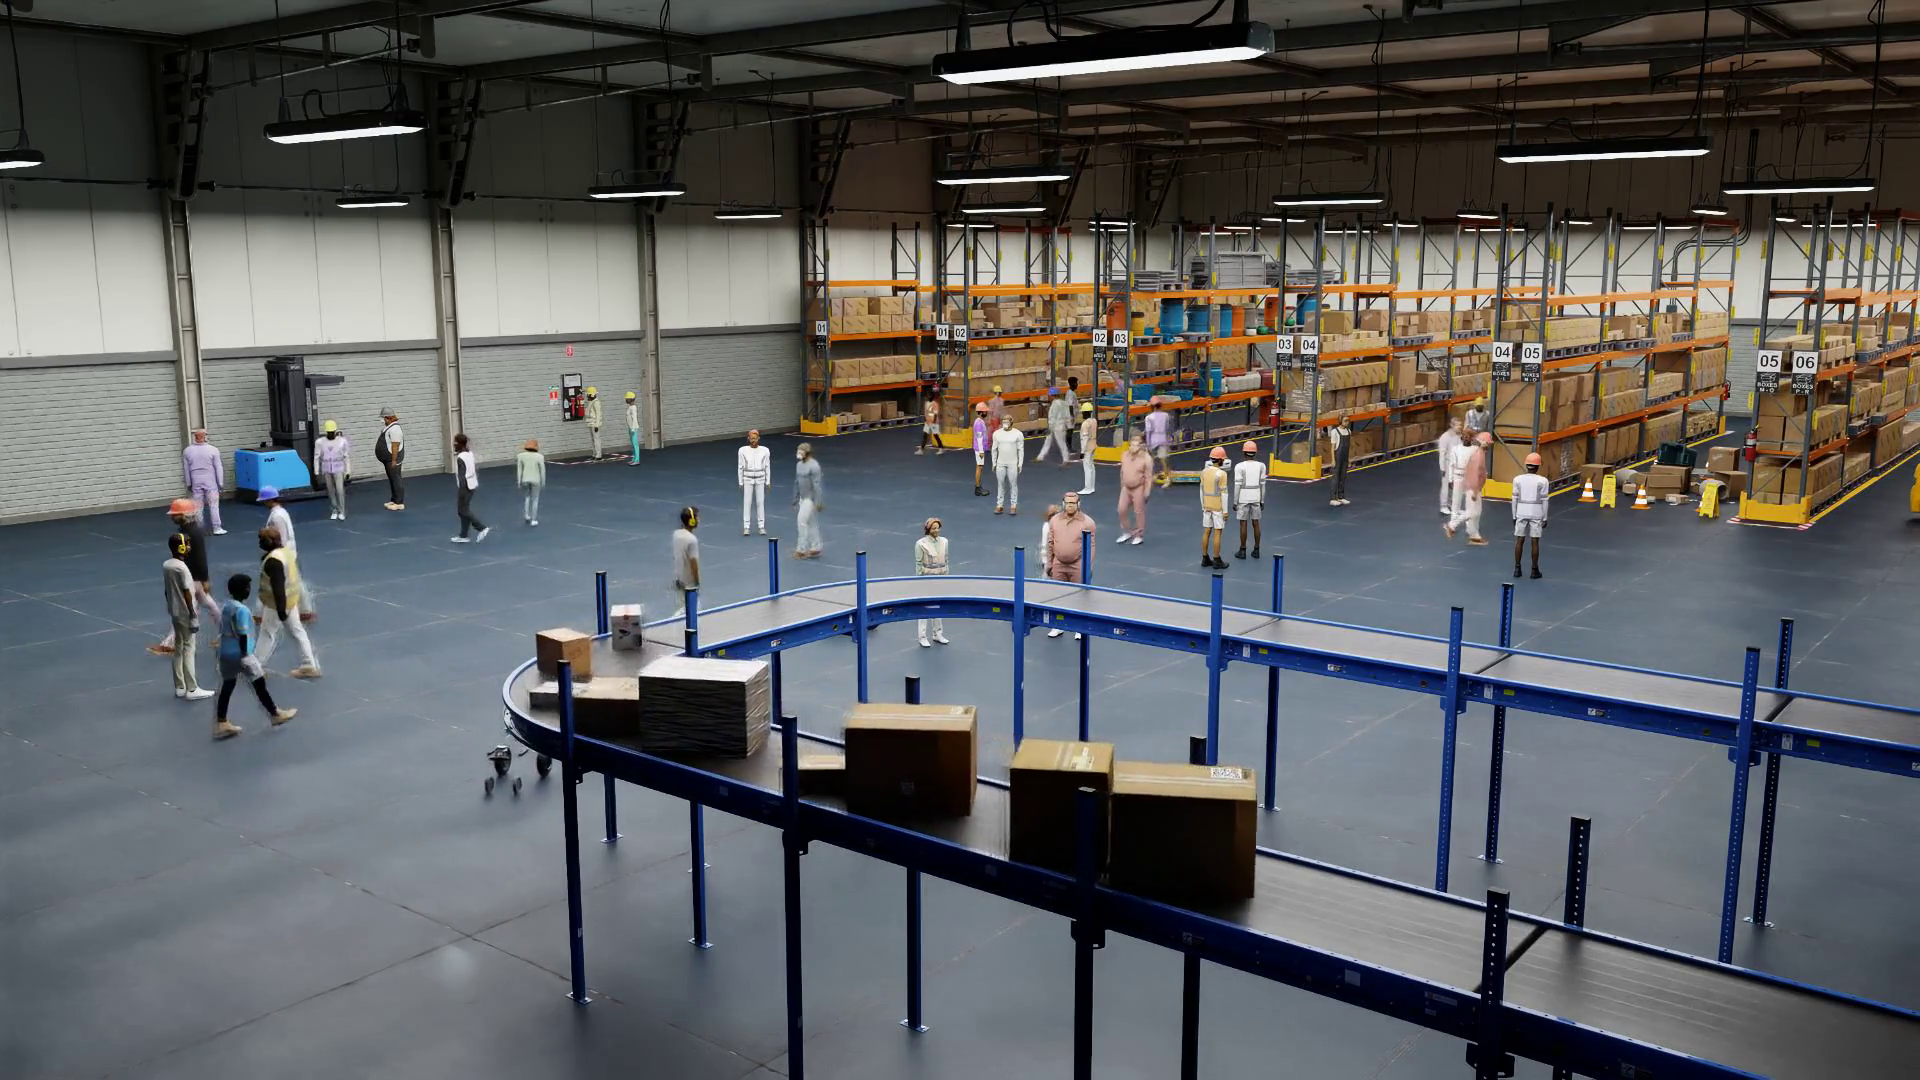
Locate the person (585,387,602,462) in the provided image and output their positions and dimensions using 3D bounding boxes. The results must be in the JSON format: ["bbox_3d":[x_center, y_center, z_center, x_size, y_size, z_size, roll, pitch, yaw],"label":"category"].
[{"bbox_3d":[-8.961,-2.831,38.239,0.404,1.830,0.600,-5,11,-26],"label":"person"}]

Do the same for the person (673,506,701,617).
[{"bbox_3d":[-3.427,0.503,19.413,0.554,1.855,0.533,-9,14,-42],"label":"person"}]

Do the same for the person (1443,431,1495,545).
[{"bbox_3d":[8.816,-0.901,26.996,0.683,1.967,0.626,3,11,18],"label":"person"}]

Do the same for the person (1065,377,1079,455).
[{"bbox_3d":[2.845,-3.178,39.815,0.368,1.966,0.603,0,10,0],"label":"person"}]

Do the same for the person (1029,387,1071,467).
[{"bbox_3d":[2.177,-2.671,37.152,0.993,1.892,0.604,-1,10,-7],"label":"person"}]

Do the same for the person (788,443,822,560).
[{"bbox_3d":[-2.613,-0.632,25.638,0.812,1.908,0.649,-6,12,-31],"label":"person"}]

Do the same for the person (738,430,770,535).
[{"bbox_3d":[-3.677,-1.032,27.974,0.574,1.882,0.355,-2,10,-12],"label":"person"}]

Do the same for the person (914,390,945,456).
[{"bbox_3d":[-0.745,-2.954,39.436,0.788,1.659,0.544,-7,12,-35],"label":"person"}]

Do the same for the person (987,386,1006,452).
[{"bbox_3d":[0.944,-3.081,39.961,0.924,1.719,0.523,8,13,37],"label":"person"}]

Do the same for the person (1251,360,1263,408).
[{"bbox_3d":[9.907,-5.210,52.237,0.501,1.620,0.427,7,12,33],"label":"person"}]

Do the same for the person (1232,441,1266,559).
[{"bbox_3d":[4.749,-0.671,25.786,0.551,1.935,0.375,-2,10,-14],"label":"person"}]

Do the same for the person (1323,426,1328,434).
[{"bbox_3d":[10.302,-4.017,44.483,0.392,1.986,0.609,-10,14,-43],"label":"person"}]

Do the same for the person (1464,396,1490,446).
[{"bbox_3d":[11.864,-2.397,35.843,0.603,1.816,0.674,4,11,22],"label":"person"}]

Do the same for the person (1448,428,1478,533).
[{"bbox_3d":[9.097,-1.073,28.207,0.572,1.883,0.353,4,11,22],"label":"person"}]

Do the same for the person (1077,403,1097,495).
[{"bbox_3d":[2.675,-1.920,32.846,0.362,1.928,0.587,5,11,24],"label":"person"}]

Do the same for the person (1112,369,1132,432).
[{"bbox_3d":[4.708,-4.031,45.116,0.982,1.800,0.578,-10,14,-43],"label":"person"}]

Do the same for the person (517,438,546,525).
[{"bbox_3d":[-7.923,-1.082,28.996,0.520,1.613,0.421,1,10,3],"label":"person"}]

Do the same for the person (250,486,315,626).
[{"bbox_3d":[-9.202,0.213,20.939,1.008,1.883,0.600,-3,10,-14],"label":"person"}]

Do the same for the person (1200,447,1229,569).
[{"bbox_3d":[4.084,-0.524,24.963,0.362,1.935,0.553,-7,12,-35],"label":"person"}]

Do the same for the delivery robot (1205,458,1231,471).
[{"bbox_3d":[5.830,-1.695,35.297,0.477,0.478,0.707,8,12,36],"label":"delivery robot"}]

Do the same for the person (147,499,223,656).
[{"bbox_3d":[-9.619,0.444,19.504,1.052,1.939,0.642,-8,13,-38],"label":"person"}]

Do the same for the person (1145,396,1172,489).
[{"bbox_3d":[4.271,-2.110,33.758,0.617,1.997,1.056,-4,11,-21],"label":"person"}]

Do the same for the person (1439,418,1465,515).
[{"bbox_3d":[9.532,-1.412,30.098,0.685,1.882,0.635,-5,11,-26],"label":"person"}]

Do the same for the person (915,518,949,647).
[{"bbox_3d":[-0.352,0.527,19.886,0.521,1.640,0.307,-8,13,-39],"label":"person"}]

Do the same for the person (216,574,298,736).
[{"bbox_3d":[-7.374,1.166,16.222,0.543,1.648,0.862,9,14,43],"label":"person"}]

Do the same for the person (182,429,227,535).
[{"bbox_3d":[-13.459,-1.030,27.904,0.652,1.904,0.402,-1,10,-4],"label":"person"}]

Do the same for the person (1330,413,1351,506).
[{"bbox_3d":[7.646,-1.620,31.389,0.514,1.846,0.339,-7,12,-35],"label":"person"}]

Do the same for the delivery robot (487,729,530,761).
[{"bbox_3d":[-4.182,1.847,14.631,0.335,0.223,0.698,1,10,6],"label":"delivery robot"}]

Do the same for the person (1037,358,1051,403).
[{"bbox_3d":[2.569,-4.522,47.215,0.630,2.023,0.423,6,12,31],"label":"person"}]

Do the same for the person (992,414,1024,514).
[{"bbox_3d":[0.918,-1.466,30.261,0.635,1.937,0.352,3,11,17],"label":"person"}]

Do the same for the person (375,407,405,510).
[{"bbox_3d":[-11.271,-1.614,30.923,0.535,2.000,0.678,-6,12,-29],"label":"person"}]

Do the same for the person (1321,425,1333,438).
[{"bbox_3d":[10.135,-3.709,43.174,0.624,1.840,0.429,9,13,41],"label":"person"}]

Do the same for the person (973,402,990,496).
[{"bbox_3d":[0.451,-1.915,32.779,0.350,1.942,0.545,0,10,1],"label":"person"}]

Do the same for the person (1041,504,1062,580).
[{"bbox_3d":[1.239,0.308,21.258,0.875,1.597,0.527,-2,10,-12],"label":"person"}]

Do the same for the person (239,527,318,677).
[{"bbox_3d":[-8.026,0.738,18.265,0.953,1.788,0.652,-1,10,-8],"label":"person"}]

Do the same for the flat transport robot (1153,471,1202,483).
[{"bbox_3d":[5.045,-1.400,34.702,1.431,0.197,0.652,0,10,0],"label":"flat transport robot"}]

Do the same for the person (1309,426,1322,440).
[{"bbox_3d":[8.926,-3.010,39.165,0.519,1.865,0.327,9,13,41],"label":"person"}]

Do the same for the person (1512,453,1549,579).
[{"bbox_3d":[8.804,-0.383,24.167,0.545,1.938,0.356,6,12,31],"label":"person"}]

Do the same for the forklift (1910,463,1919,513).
[{"bbox_3d":[19.034,-1.348,28.998,2.313,2.155,1.214,8,13,37],"label":"forklift"}]

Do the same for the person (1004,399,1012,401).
[{"bbox_3d":[1.408,-4.516,47.428,0.377,1.940,0.628,-9,14,-43],"label":"person"}]

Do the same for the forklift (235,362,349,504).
[{"bbox_3d":[-13.803,-2.244,32.110,1.129,2.768,1.873,8,13,37],"label":"forklift"}]

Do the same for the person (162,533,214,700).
[{"bbox_3d":[-8.662,0.843,17.479,0.508,1.865,0.329,8,13,37],"label":"person"}]

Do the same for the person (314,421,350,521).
[{"bbox_3d":[-11.809,-1.284,29.395,0.613,1.886,0.930,-2,10,-12],"label":"person"}]

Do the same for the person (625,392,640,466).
[{"bbox_3d":[-7.879,-2.677,37.558,0.315,1.770,0.524,-4,11,-19],"label":"person"}]

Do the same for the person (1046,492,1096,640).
[{"bbox_3d":[1.415,0.327,20.244,0.651,1.913,0.410,4,11,21],"label":"person"}]

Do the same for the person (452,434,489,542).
[{"bbox_3d":[-8.573,-0.901,27.172,0.581,1.912,0.608,0,10,-2],"label":"person"}]

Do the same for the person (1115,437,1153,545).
[{"bbox_3d":[2.982,-0.836,26.866,0.666,1.876,0.661,7,12,36],"label":"person"}]
